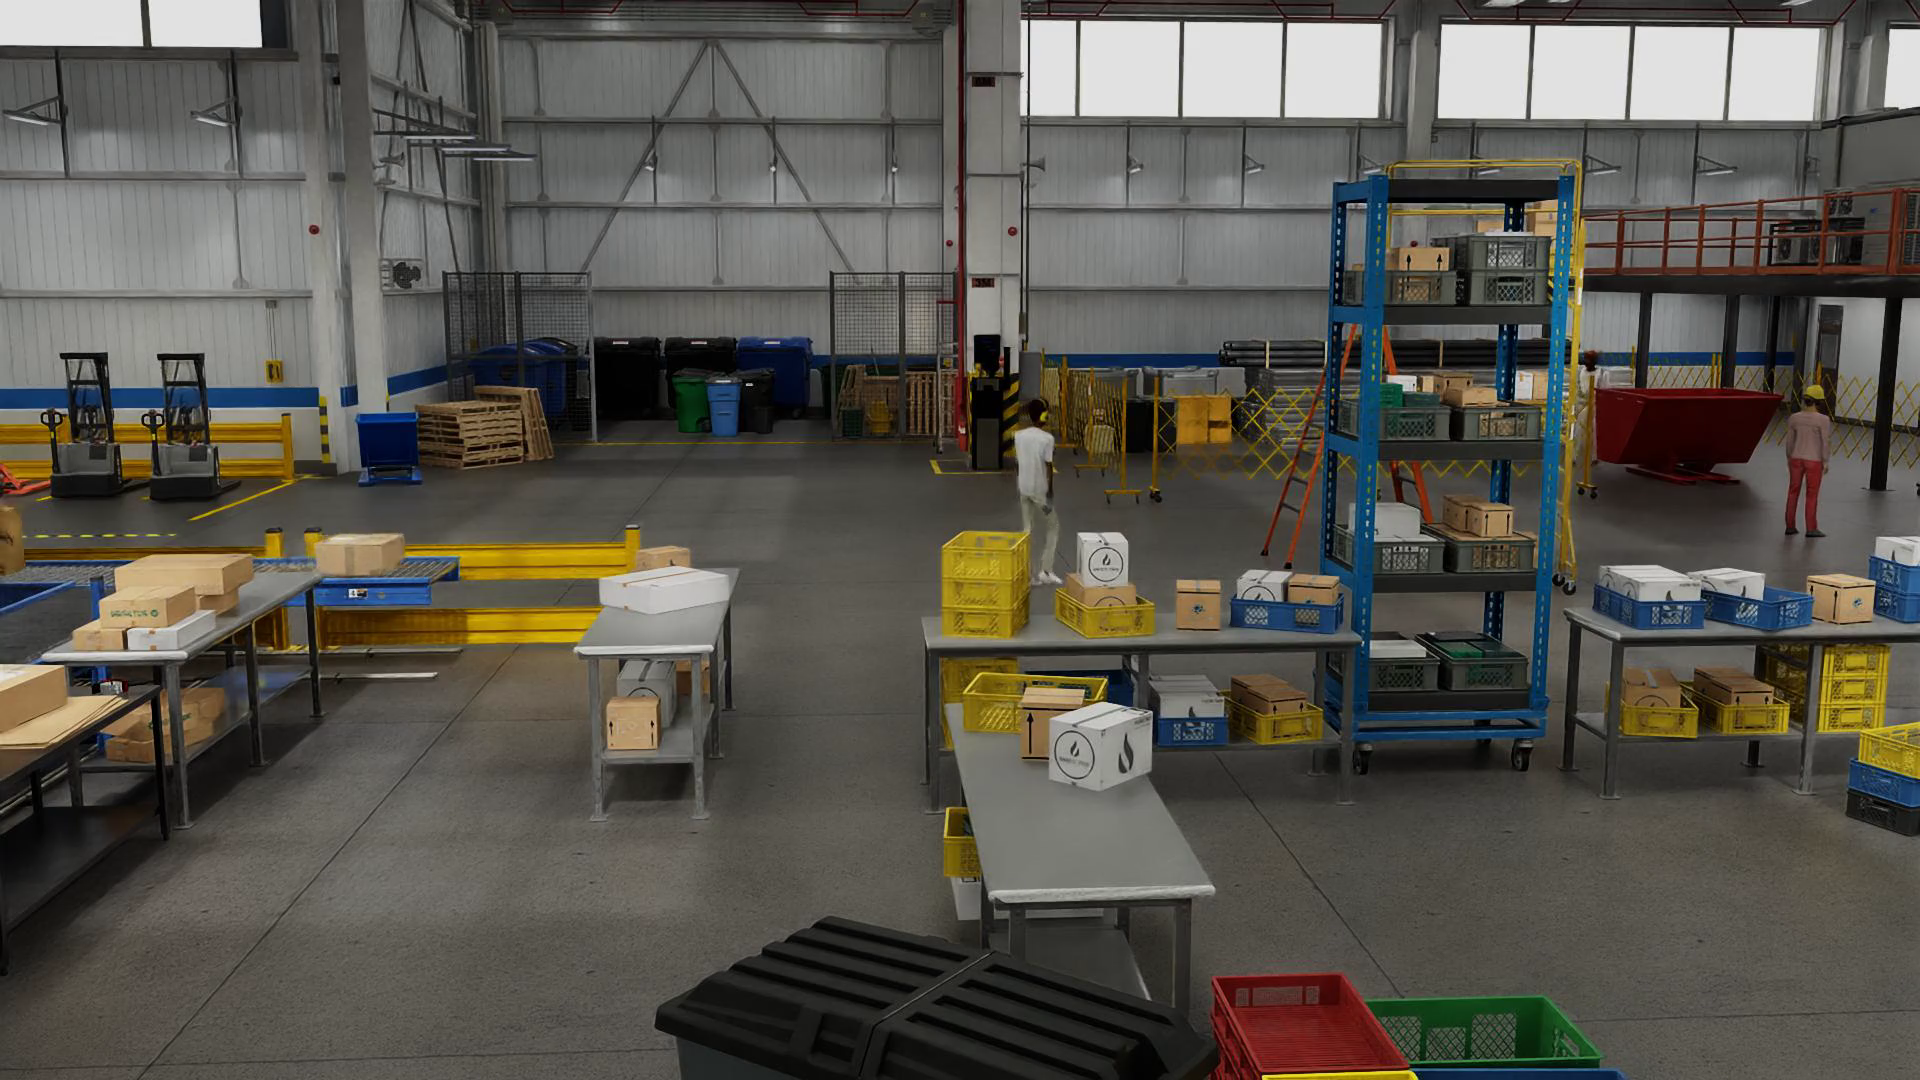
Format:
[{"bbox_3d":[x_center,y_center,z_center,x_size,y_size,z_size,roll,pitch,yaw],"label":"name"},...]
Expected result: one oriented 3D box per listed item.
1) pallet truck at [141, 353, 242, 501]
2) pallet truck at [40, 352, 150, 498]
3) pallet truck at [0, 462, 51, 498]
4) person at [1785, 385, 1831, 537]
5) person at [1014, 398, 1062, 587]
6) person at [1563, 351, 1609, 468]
[{"bbox_3d":[-10.520,-1.604,22.925,0.823,1.965,1.885,-1,9,-6],"label":"pallet truck"},{"bbox_3d":[-11.907,-1.642,23.165,0.823,1.965,1.885,0,9,0],"label":"pallet truck"},{"bbox_3d":[-13.193,-1.293,23.148,0.653,1.274,1.630,-1,9,-4],"label":"pallet truck"},{"bbox_3d":[9.860,-0.918,19.336,0.320,1.769,0.523,-5,10,-29],"label":"person"},{"bbox_3d":[0.763,-0.458,16.212,0.512,1.852,0.571,7,11,36],"label":"person"},{"bbox_3d":[9.808,-2.022,26.005,0.593,1.843,0.943,8,12,40],"label":"person"}]
